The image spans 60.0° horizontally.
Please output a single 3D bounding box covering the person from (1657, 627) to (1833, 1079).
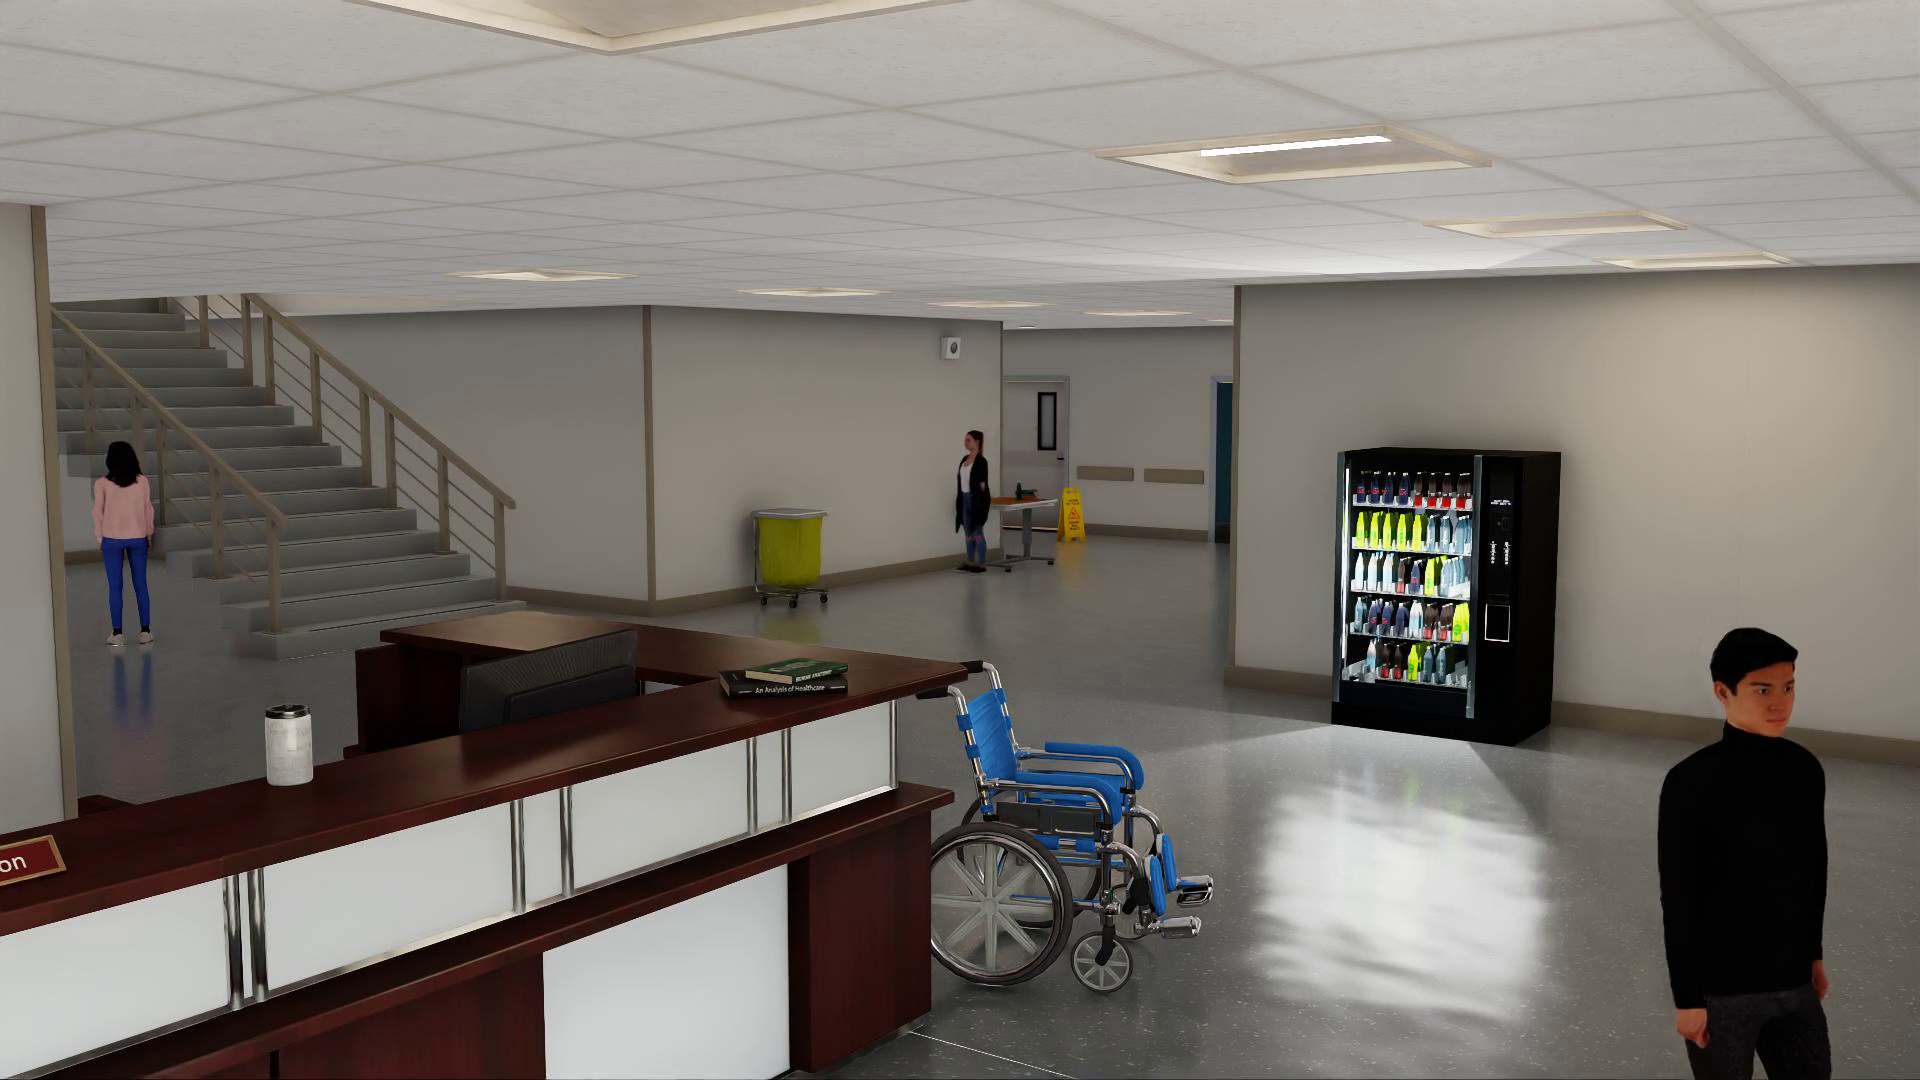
[{"bbox_3d":[1.988,1.066,4.268,0.788,1.719,0.819,-2,6,-18],"label":"person"}]

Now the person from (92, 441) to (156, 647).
[{"bbox_3d":[-7.237,0.020,14.415,0.715,1.770,0.683,-4,7,-32],"label":"person"}]

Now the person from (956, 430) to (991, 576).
[{"bbox_3d":[0.175,-0.442,19.434,0.754,1.684,0.597,-4,7,-37],"label":"person"}]
